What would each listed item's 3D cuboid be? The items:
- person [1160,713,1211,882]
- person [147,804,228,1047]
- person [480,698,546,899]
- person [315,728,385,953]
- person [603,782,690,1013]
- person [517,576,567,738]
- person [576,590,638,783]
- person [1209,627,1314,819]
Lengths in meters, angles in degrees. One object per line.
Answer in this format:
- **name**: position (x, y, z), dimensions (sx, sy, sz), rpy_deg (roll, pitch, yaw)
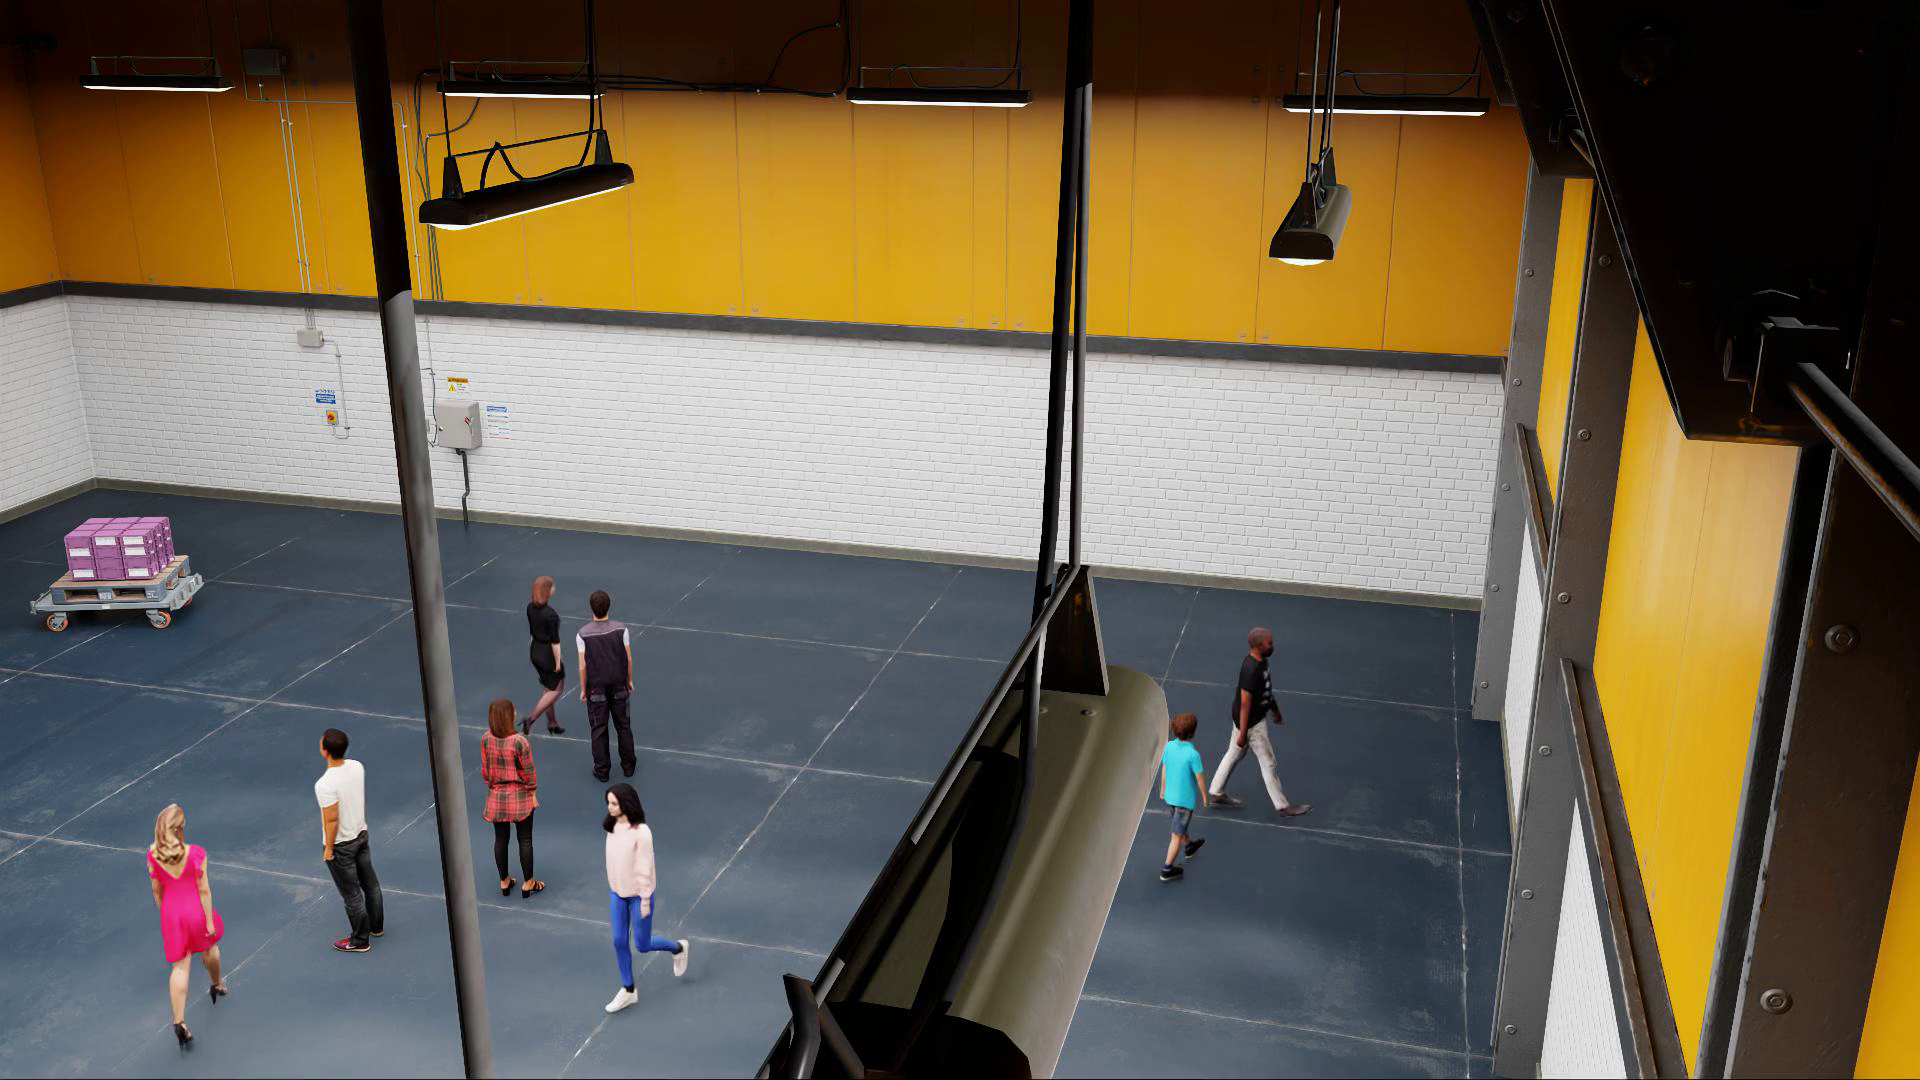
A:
- **person**: position (1.767, 2.128, 13.682), dimensions (0.945, 1.423, 0.828), rpy_deg (-14, 23, -35)
- **person**: position (-5.427, 2.697, 11.586), dimensions (0.826, 1.681, 1.096), rpy_deg (-2, 19, -5)
- **person**: position (-3.625, 2.075, 13.405), dimensions (0.603, 1.699, 0.531), rpy_deg (5, 19, 14)
- **person**: position (-4.664, 2.268, 12.667), dimensions (0.689, 1.803, 0.466), rpy_deg (5, 19, 15)
- **person**: position (-2.283, 2.532, 11.966), dimensions (0.879, 1.752, 1.056), rpy_deg (15, 24, 38)
- **person**: position (-4.060, 1.186, 16.062), dimensions (0.773, 1.688, 0.920), rpy_deg (13, 23, 34)
- **person**: position (-3.258, 1.340, 15.355), dimensions (0.743, 1.848, 0.768), rpy_deg (-7, 20, -19)
- **person**: position (2.469, 1.612, 14.686), dimensions (0.744, 1.759, 1.074), rpy_deg (4, 19, 12)
